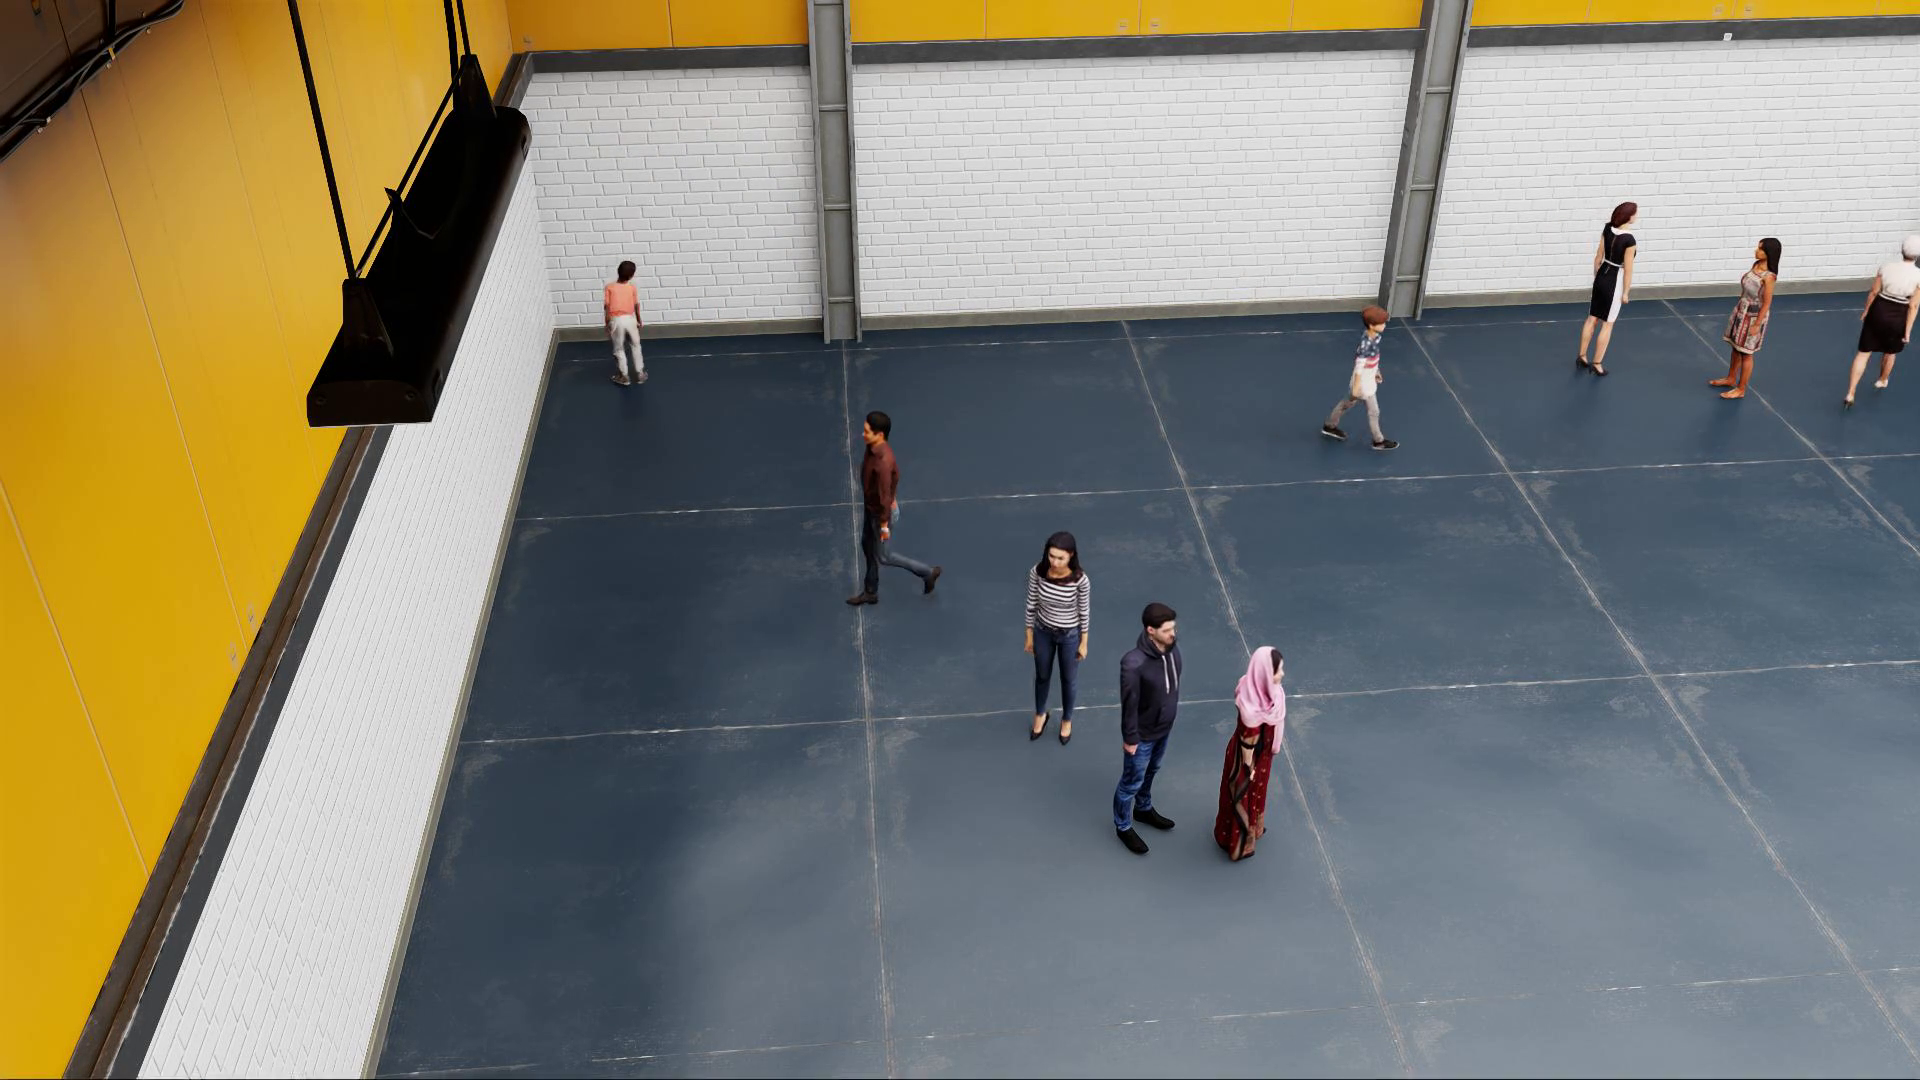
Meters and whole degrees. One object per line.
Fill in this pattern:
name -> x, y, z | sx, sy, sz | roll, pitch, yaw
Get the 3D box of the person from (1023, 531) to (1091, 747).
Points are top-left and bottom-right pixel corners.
person -> 0.686, 0.690, 11.640 | 0.576, 1.794, 0.724 | 9, 35, 13

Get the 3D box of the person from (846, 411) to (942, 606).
person -> -0.530, -0.225, 13.047 | 1.048, 1.762, 0.768 | -8, 34, -12

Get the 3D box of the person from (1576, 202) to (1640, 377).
person -> 6.401, -2.479, 16.407 | 0.620, 1.796, 0.653 | -15, 36, -21

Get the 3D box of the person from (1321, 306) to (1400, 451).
person -> 3.648, -1.501, 15.286 | 1.014, 1.408, 0.763 | 10, 35, 15

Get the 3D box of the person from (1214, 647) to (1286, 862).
person -> 1.885, 1.353, 10.789 | 0.794, 1.633, 0.783 | 16, 37, 22

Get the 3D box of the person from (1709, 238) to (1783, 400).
person -> 7.638, -2.154, 16.055 | 0.560, 1.645, 0.673 | 0, 34, 1

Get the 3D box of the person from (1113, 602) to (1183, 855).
person -> 1.210, 1.180, 10.813 | 0.806, 1.895, 0.751 | 24, 41, 32

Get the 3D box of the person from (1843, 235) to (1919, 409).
person -> 8.762, -2.029, 15.808 | 1.030, 1.710, 1.118 | 28, 43, 35

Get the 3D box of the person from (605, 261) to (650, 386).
person -> -3.326, -2.130, 16.338 | 0.504, 1.291, 0.635 | -22, 40, -30
